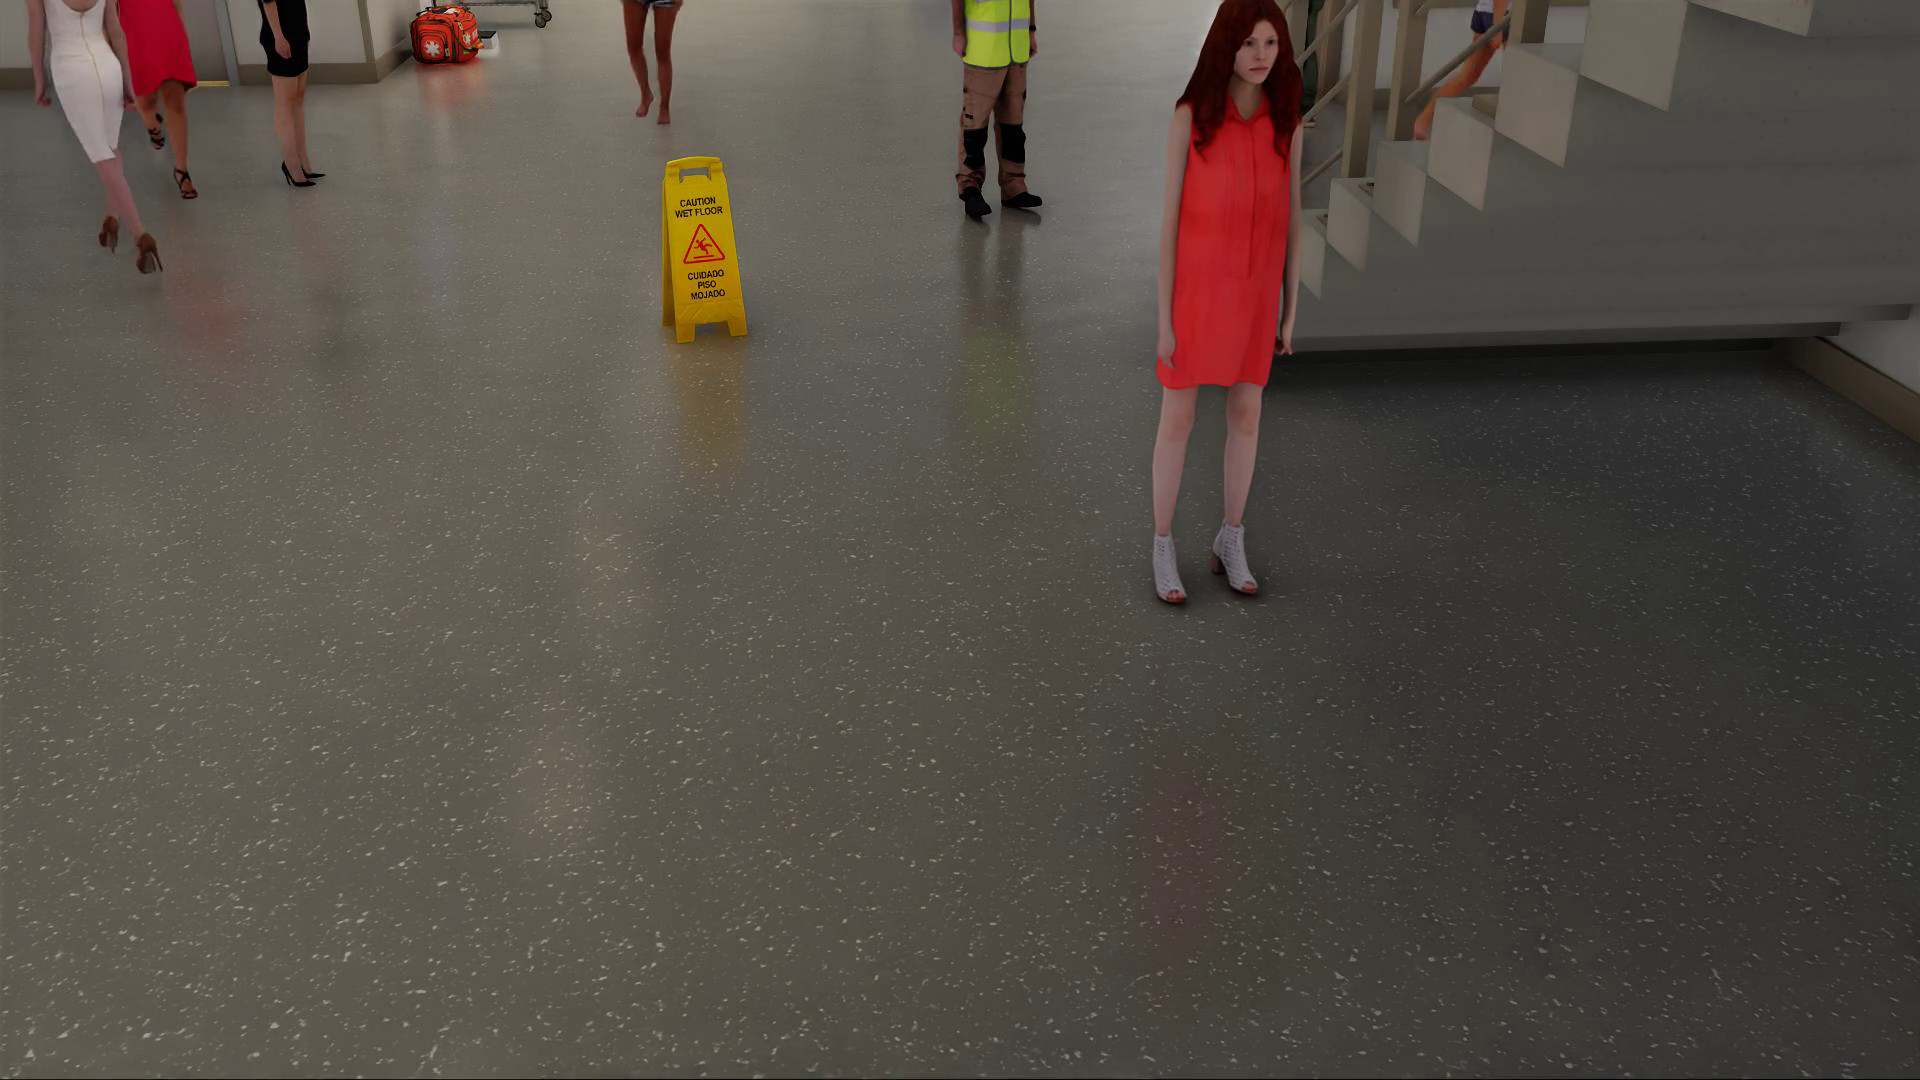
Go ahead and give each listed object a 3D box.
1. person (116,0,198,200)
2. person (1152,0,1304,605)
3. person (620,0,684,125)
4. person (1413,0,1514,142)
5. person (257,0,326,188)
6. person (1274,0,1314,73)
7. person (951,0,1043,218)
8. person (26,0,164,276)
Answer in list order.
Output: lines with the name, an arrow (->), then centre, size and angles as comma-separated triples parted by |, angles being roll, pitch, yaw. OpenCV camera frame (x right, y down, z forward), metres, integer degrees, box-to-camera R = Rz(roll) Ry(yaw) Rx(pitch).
person -> -4.655, -2.850, 9.586 | 0.891, 1.672, 1.159 | -13, 29, -24
person -> 0.761, -0.673, 4.896 | 0.590, 1.824, 0.532 | -4, 26, -9
person -> -2.094, -3.754, 11.363 | 0.582, 1.756, 0.574 | -1, 26, -3
person -> 3.234, -3.198, 10.280 | 0.763, 1.695, 1.089 | 1, 26, 1
person -> -3.980, -2.949, 9.760 | 0.652, 1.699, 0.472 | -1, 26, -2
person -> 1.842, -2.698, 9.530 | 0.610, 1.446, 0.468 | 0, 26, 1
person -> 0.203, -2.725, 9.125 | 0.830, 1.846, 0.868 | -15, 30, -28
person -> -4.131, -2.103, 7.952 | 1.113, 1.745, 1.017 | 23, 34, 39
